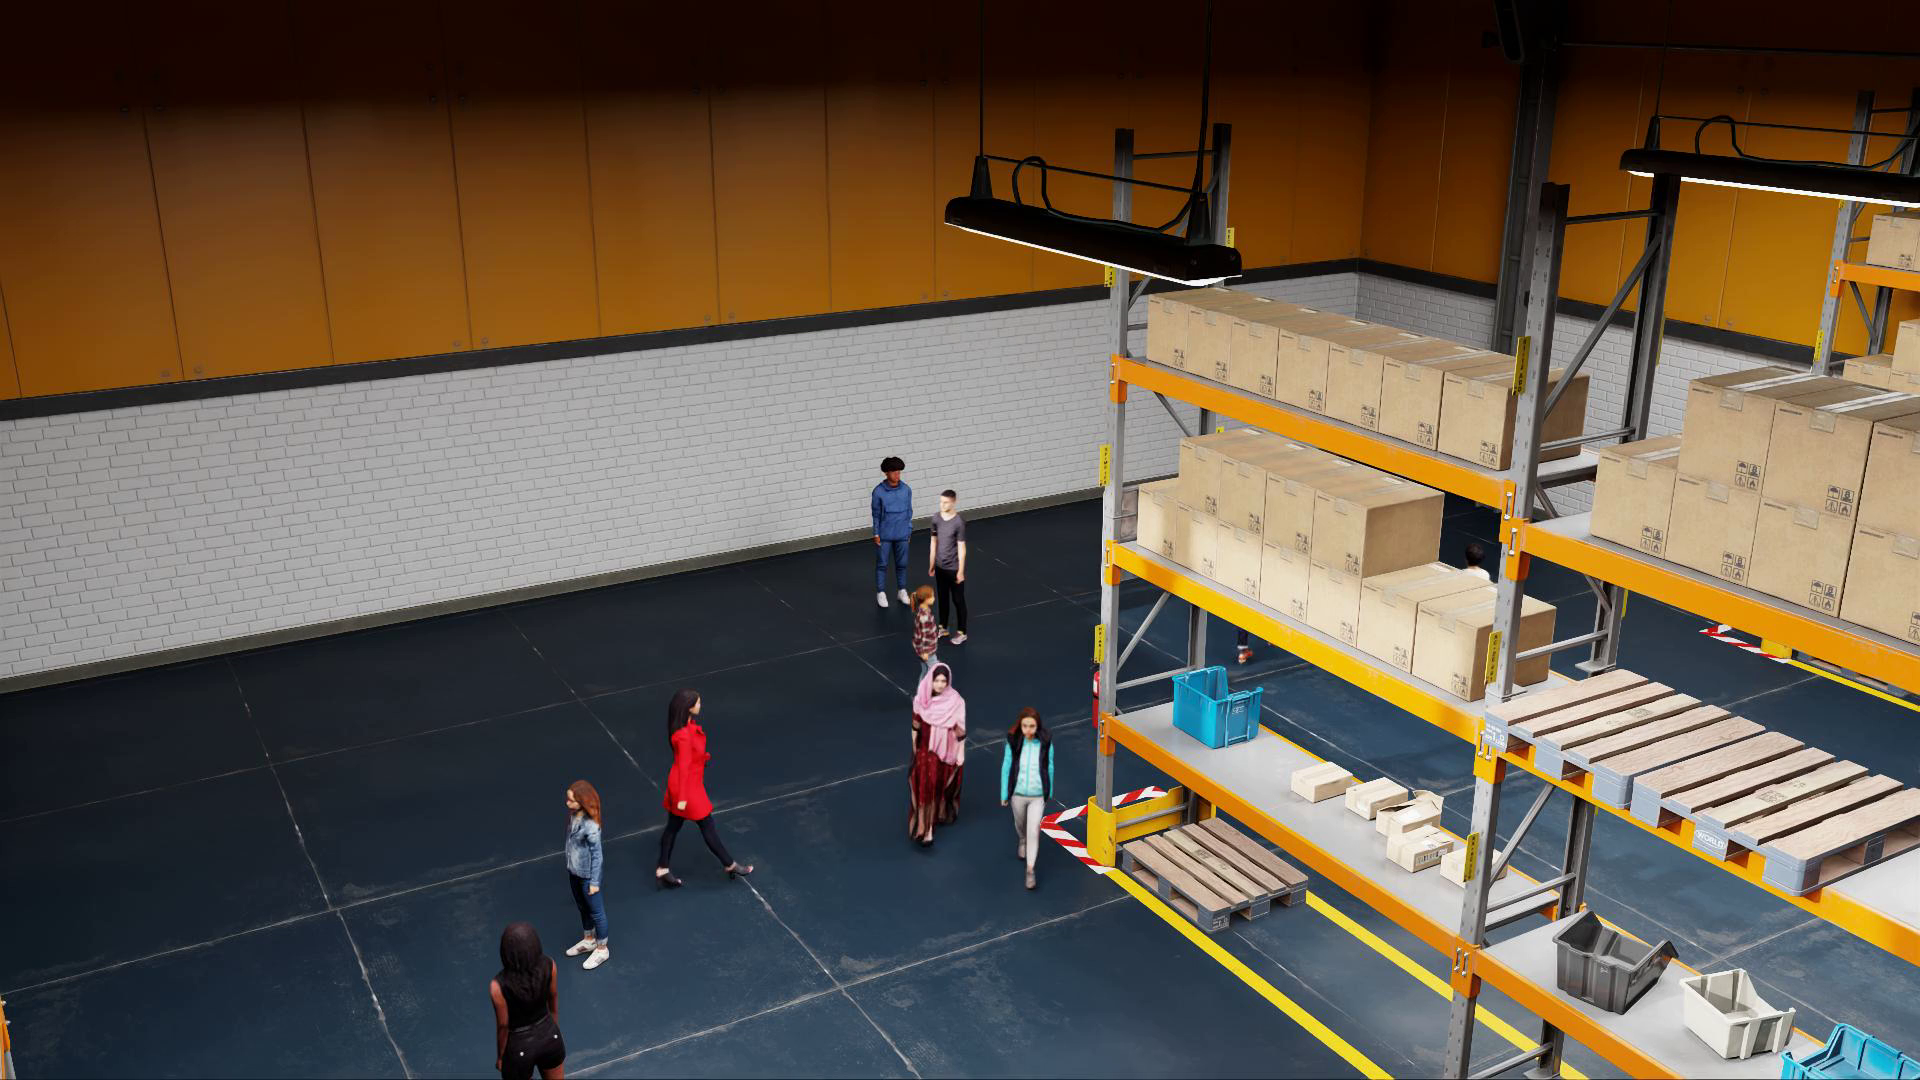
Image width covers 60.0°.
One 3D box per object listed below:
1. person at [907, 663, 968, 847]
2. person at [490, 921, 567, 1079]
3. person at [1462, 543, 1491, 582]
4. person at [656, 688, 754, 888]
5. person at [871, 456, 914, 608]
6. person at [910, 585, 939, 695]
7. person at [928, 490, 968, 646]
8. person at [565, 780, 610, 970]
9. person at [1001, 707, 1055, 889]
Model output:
[{"bbox_3d":[-0.178,1.768,14.260,1.041,1.614,1.194,2,19,6],"label":"person"},{"bbox_3d":[-2.612,3.097,10.116,0.648,1.740,0.592,-18,25,-42],"label":"person"},{"bbox_3d":[5.248,0.820,17.134,0.661,1.575,0.696,-6,19,-17],"label":"person"},{"bbox_3d":[-2.289,2.026,13.341,0.845,1.711,1.008,-5,19,-14],"label":"person"},{"bbox_3d":[-0.801,-0.115,19.550,0.714,1.805,0.626,-6,20,-18],"label":"person"},{"bbox_3d":[-0.401,1.080,16.792,0.683,1.301,0.579,-2,19,-6],"label":"person"},{"bbox_3d":[-0.099,0.285,18.432,0.598,1.762,0.763,15,24,37],"label":"person"},{"bbox_3d":[-2.786,2.464,12.404,0.664,1.478,0.502,-16,24,-39],"label":"person"},{"bbox_3d":[0.553,2.040,13.680,0.906,1.469,1.062,1,19,3],"label":"person"}]
